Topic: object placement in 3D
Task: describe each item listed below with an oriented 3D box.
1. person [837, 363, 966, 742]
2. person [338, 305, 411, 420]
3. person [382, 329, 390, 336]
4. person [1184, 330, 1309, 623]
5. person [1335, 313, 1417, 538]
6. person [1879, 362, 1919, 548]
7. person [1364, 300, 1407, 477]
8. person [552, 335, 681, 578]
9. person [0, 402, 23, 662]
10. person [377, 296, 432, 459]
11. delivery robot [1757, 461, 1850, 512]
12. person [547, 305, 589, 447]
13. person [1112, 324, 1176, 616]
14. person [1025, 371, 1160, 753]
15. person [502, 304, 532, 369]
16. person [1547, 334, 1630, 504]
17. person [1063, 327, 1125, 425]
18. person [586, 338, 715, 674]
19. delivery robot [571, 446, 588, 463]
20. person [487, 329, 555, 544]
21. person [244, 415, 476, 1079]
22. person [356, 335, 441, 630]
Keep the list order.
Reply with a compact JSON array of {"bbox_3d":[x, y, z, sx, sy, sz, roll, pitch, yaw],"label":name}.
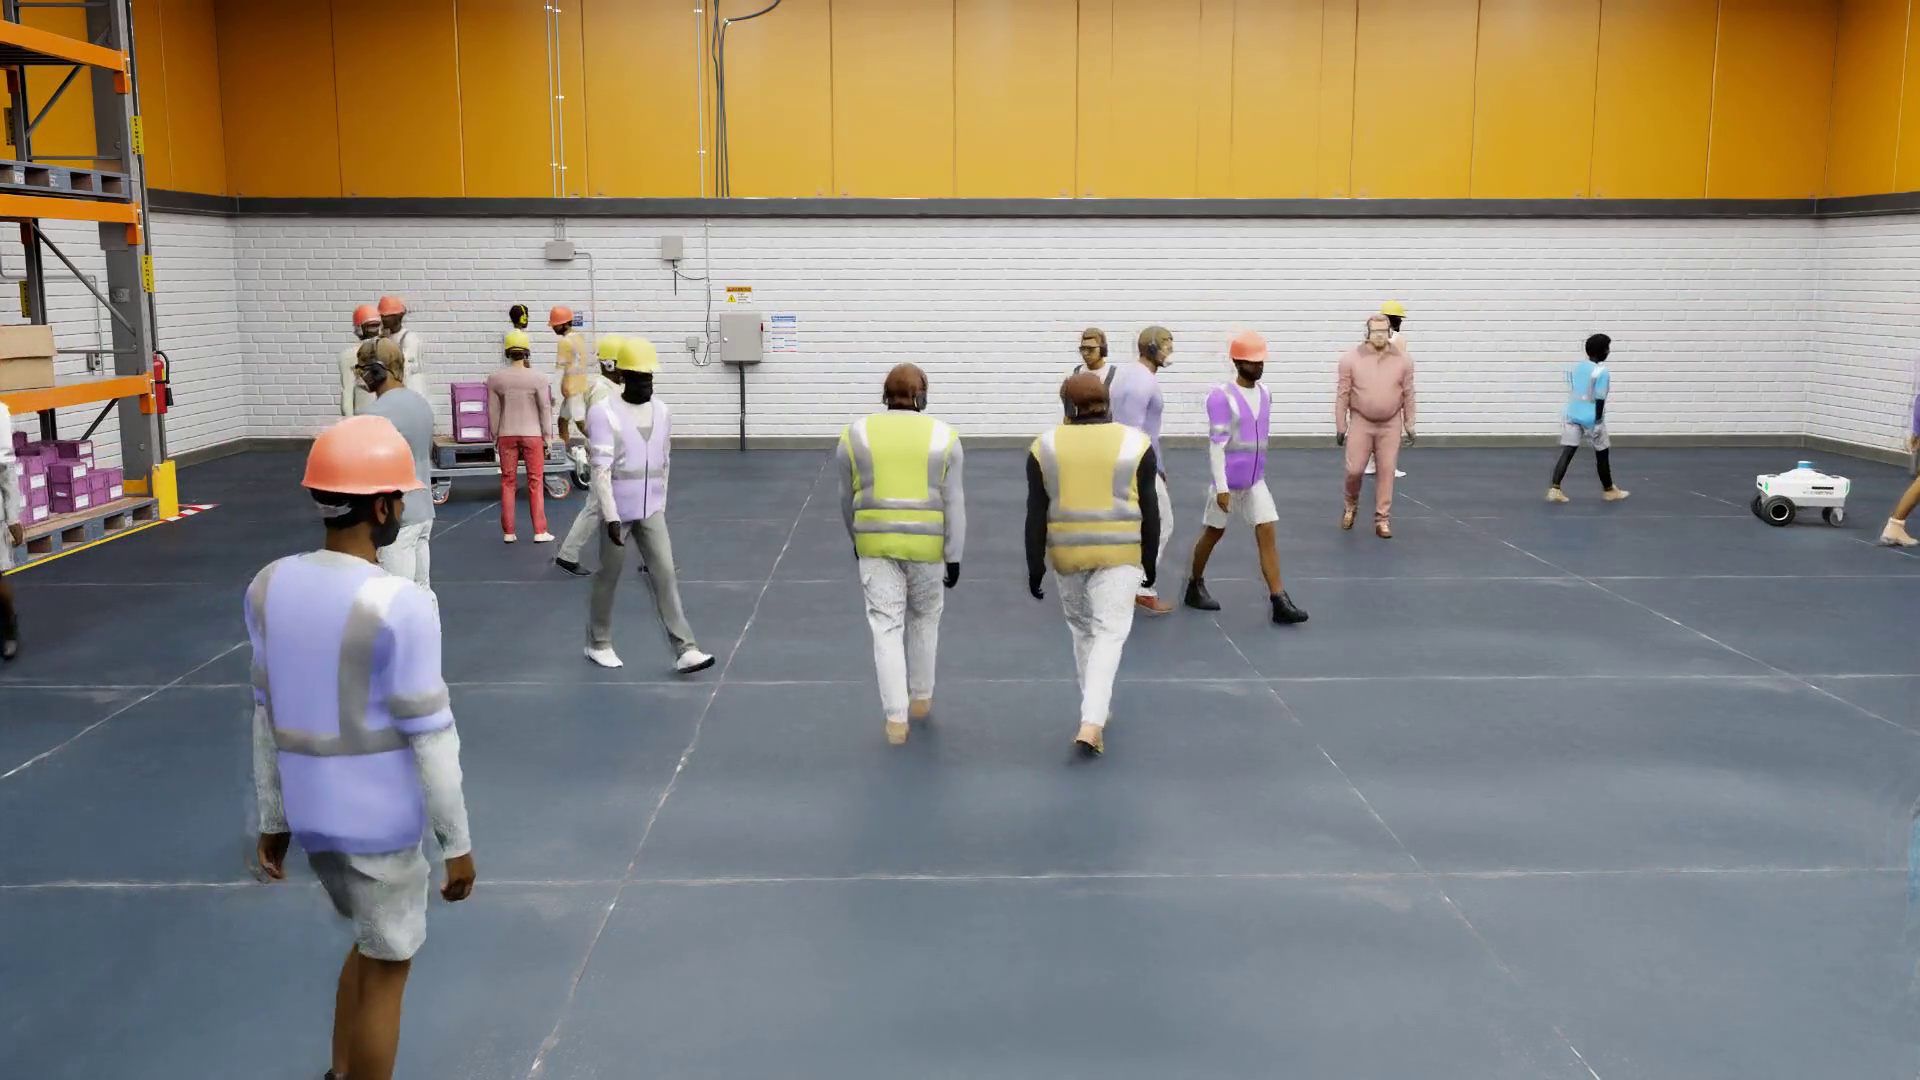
[{"bbox_3d":[-0.286,0.035,8.207,0.616,1.800,0.829,0,9,-2],"label":"person"},{"bbox_3d":[-5.038,-1.036,14.320,0.638,1.944,0.977,-6,11,-34],"label":"person"},{"bbox_3d":[-6.404,-1.599,18.833,0.525,1.649,0.432,-2,9,-11],"label":"person"},{"bbox_3d":[1.818,-0.415,10.771,0.546,1.878,1.026,-6,11,-33],"label":"person"},{"bbox_3d":[3.537,-0.975,14.120,0.670,1.897,0.505,1,9,4],"label":"person"},{"bbox_3d":[8.024,-0.917,13.530,1.068,1.992,0.626,0,9,1],"label":"person"},{"bbox_3d":[4.656,-1.649,18.182,0.380,1.922,0.591,-5,11,-30],"label":"person"},{"bbox_3d":[-2.569,-0.595,12.139,0.915,1.792,0.606,0,9,3],"label":"person"},{"bbox_3d":[-5.386,-0.155,9.031,0.566,1.924,0.651,-2,10,-13],"label":"person"},{"bbox_3d":[-5.820,-1.519,17.215,0.597,1.985,1.035,7,12,38],"label":"person"},{"bbox_3d":[7.469,-0.454,14.738,0.707,0.478,0.477,2,10,13],"label":"delivery robot"},{"bbox_3d":[-4.231,-1.651,18.373,0.961,1.881,0.542,0,9,2],"label":"person"},{"bbox_3d":[1.200,-0.452,10.903,0.663,1.907,0.637,0,9,1],"label":"person"},{"bbox_3d":[0.629,0.098,7.950,0.618,1.797,0.918,3,10,16],"label":"person"},{"bbox_3d":[-5.068,-1.824,19.487,0.554,1.849,0.690,7,11,35],"label":"person"},{"bbox_3d":[6.067,-1.160,16.012,0.862,1.644,0.536,-4,10,-21],"label":"person"},{"bbox_3d":[1.026,-0.691,12.595,0.512,1.835,0.358,5,11,28],"label":"person"},{"bbox_3d":[-1.779,-0.171,9.259,0.993,1.879,0.610,9,13,43],"label":"person"},{"bbox_3d":[-3.661,-0.862,17.255,0.707,0.478,0.477,-3,10,-16],"label":"delivery robot"},{"bbox_3d":[-3.621,-0.846,13.729,0.530,1.772,0.299,0,9,2],"label":"person"},{"bbox_3d":[-1.429,0.657,4.042,0.579,1.920,0.420,5,11,28],"label":"person"},{"bbox_3d":[-2.857,-0.062,8.413,0.372,1.938,0.630,1,9,4],"label":"person"}]
